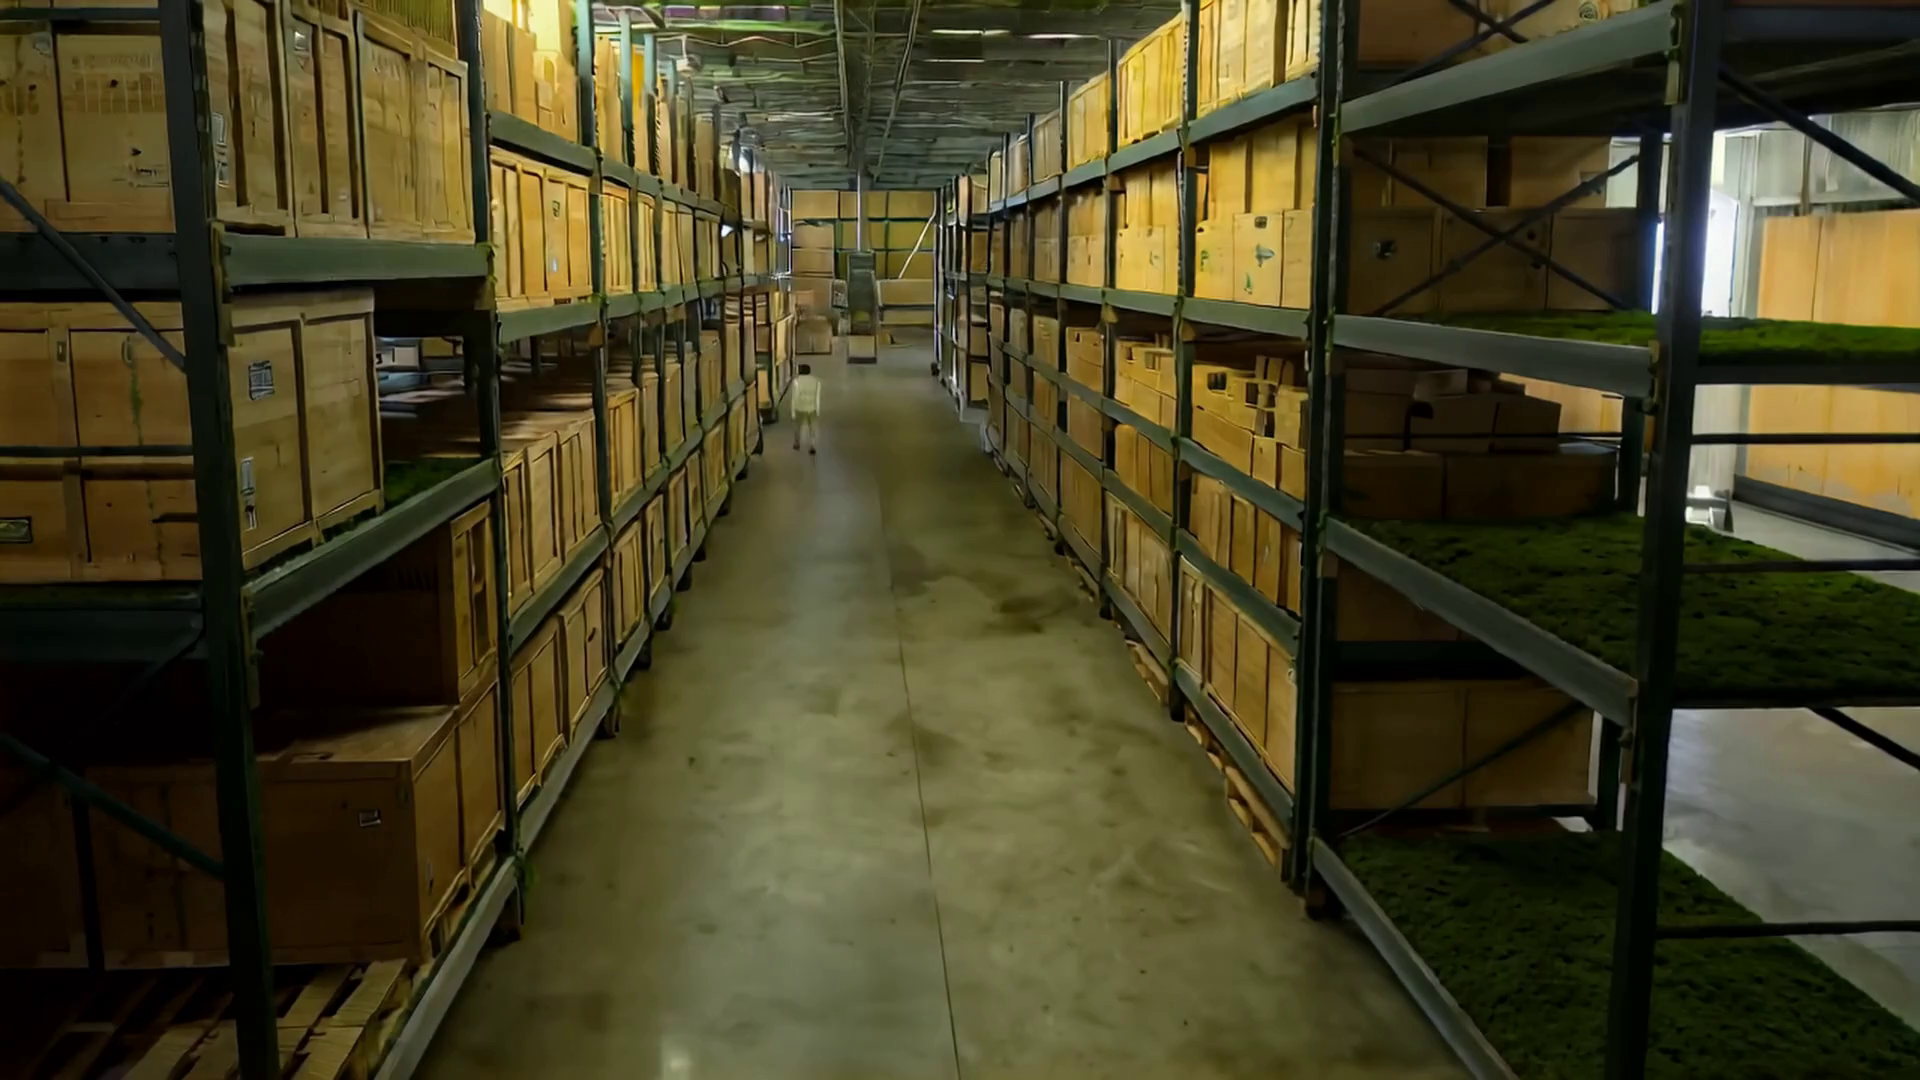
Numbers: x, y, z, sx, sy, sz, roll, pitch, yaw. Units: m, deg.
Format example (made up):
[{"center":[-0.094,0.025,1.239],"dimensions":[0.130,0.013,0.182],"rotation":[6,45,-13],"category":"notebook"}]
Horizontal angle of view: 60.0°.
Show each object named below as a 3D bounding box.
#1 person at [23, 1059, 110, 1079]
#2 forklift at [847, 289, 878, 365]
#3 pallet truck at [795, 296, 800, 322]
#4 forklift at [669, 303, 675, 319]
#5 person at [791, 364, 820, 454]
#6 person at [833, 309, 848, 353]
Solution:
[{"center":[-2.555,2.255,4.750],"dimensions":[0.679,1.610,0.536],"rotation":[-2,10,-10],"category":"person"},{"center":[-3.660,-7.969,62.070],"dimensions":[1.129,2.768,1.873],"rotation":[-1,10,-4],"category":"forklift"},{"center":[-8.622,-12.439,91.403],"dimensions":[1.885,1.965,0.823],"rotation":[2,10,13],"category":"pallet truck"},{"center":[-8.358,-5.974,50.154],"dimensions":[1.873,2.768,1.129],"rotation":[5,11,26],"category":"forklift"},{"center":[-3.118,-2.637,33.480],"dimensions":[0.641,1.793,0.959],"rotation":[-4,10,-24],"category":"person"},{"center":[-5.065,-8.792,70.051],"dimensions":[0.653,1.853,0.993],"rotation":[-8,13,-41],"category":"person"}]
